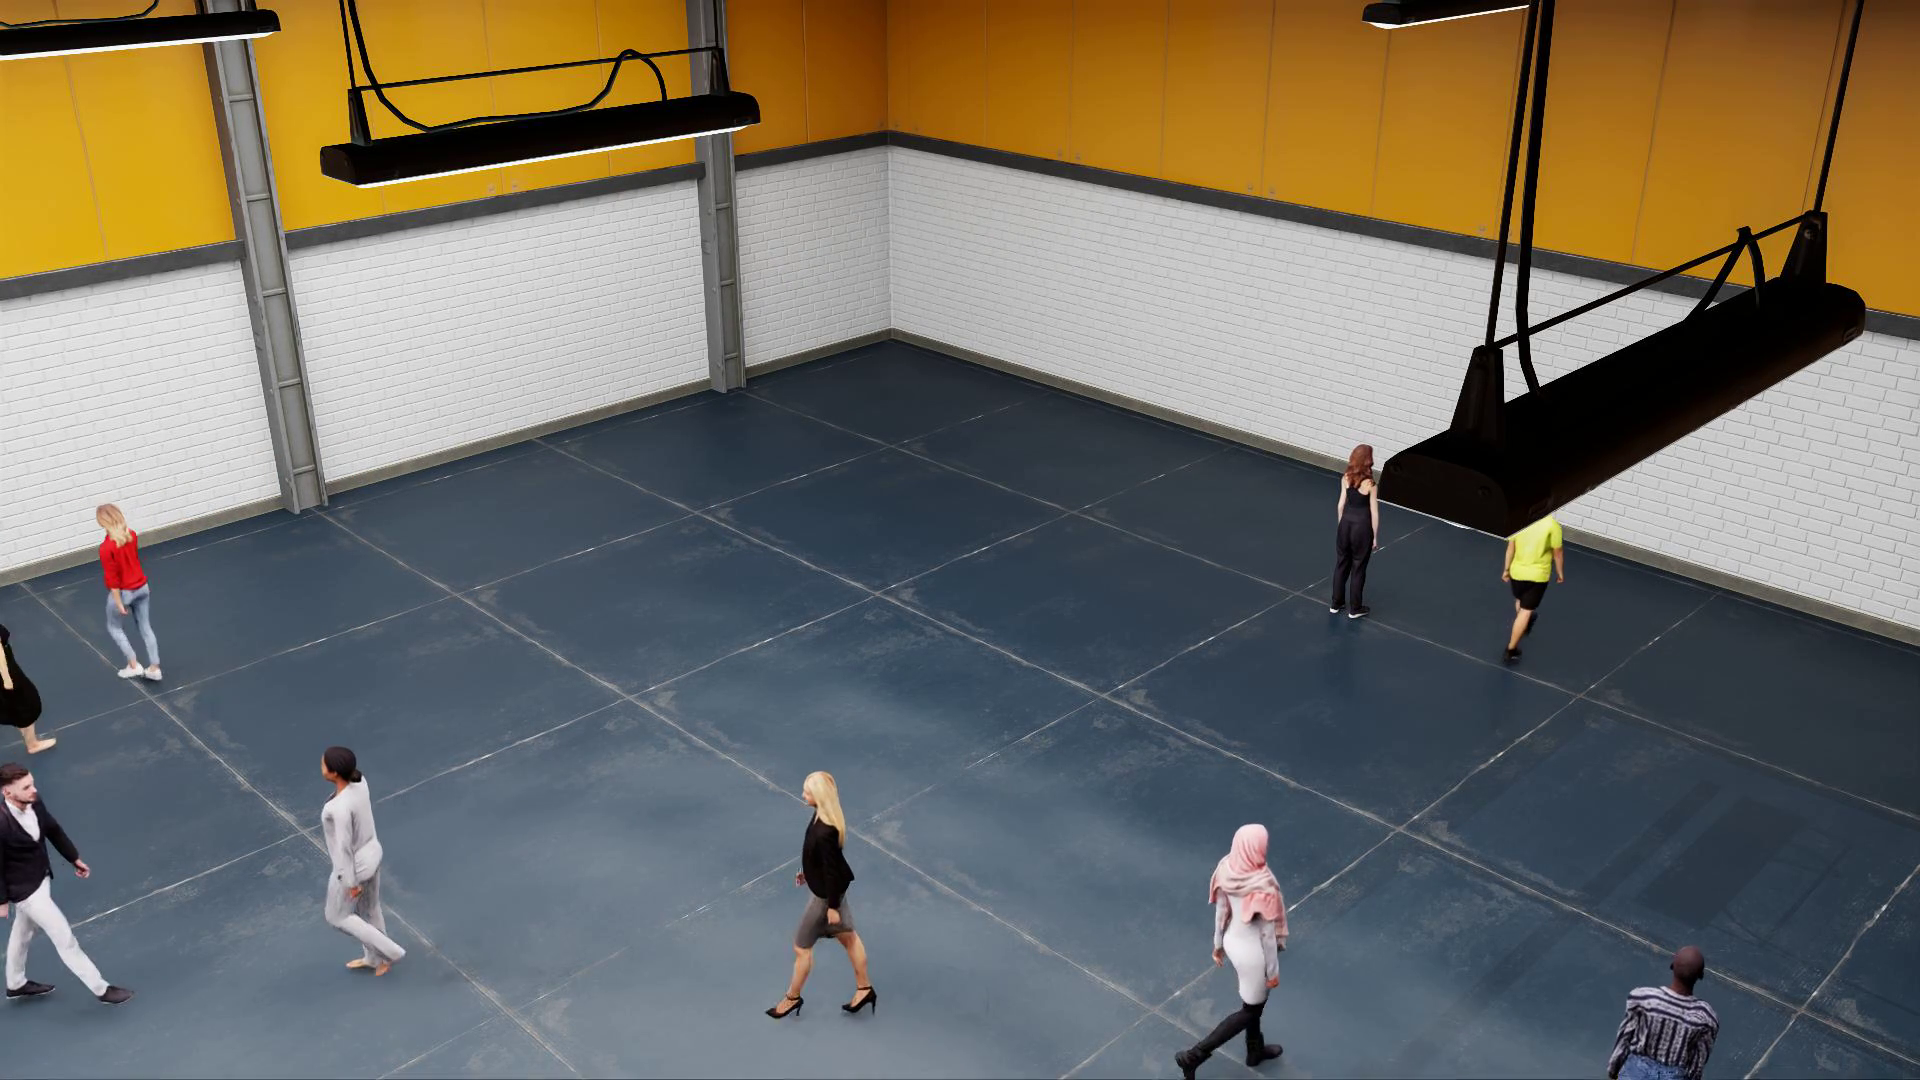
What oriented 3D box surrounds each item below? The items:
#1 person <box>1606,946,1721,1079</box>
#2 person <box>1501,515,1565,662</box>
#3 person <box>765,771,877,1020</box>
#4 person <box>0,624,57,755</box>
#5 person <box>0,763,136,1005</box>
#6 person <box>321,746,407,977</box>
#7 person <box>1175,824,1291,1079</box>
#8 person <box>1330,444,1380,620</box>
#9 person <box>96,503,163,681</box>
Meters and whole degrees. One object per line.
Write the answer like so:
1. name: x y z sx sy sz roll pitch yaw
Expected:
1. person: 3.721 2.983 8.924 0.962 1.762 1.196 7 25 16
2. person: 5.155 0.322 15.135 0.641 1.662 1.070 21 31 39
3. person: -0.731 2.258 10.519 1.050 1.812 0.972 -1 24 -1
4. person: -7.854 1.108 13.412 0.645 1.602 0.995 17 29 34
5. person: -6.031 2.227 10.616 1.222 1.791 1.166 -2 24 -4
6. person: -3.897 2.122 10.942 0.883 1.722 0.823 1 24 2
7. person: 1.658 2.523 9.950 1.152 1.783 0.861 -12 26 -26
8. person: 3.794 -0.096 15.983 0.589 1.748 0.527 20 30 38
9. person: -7.296 0.483 14.732 0.790 1.690 0.690 8 25 18
